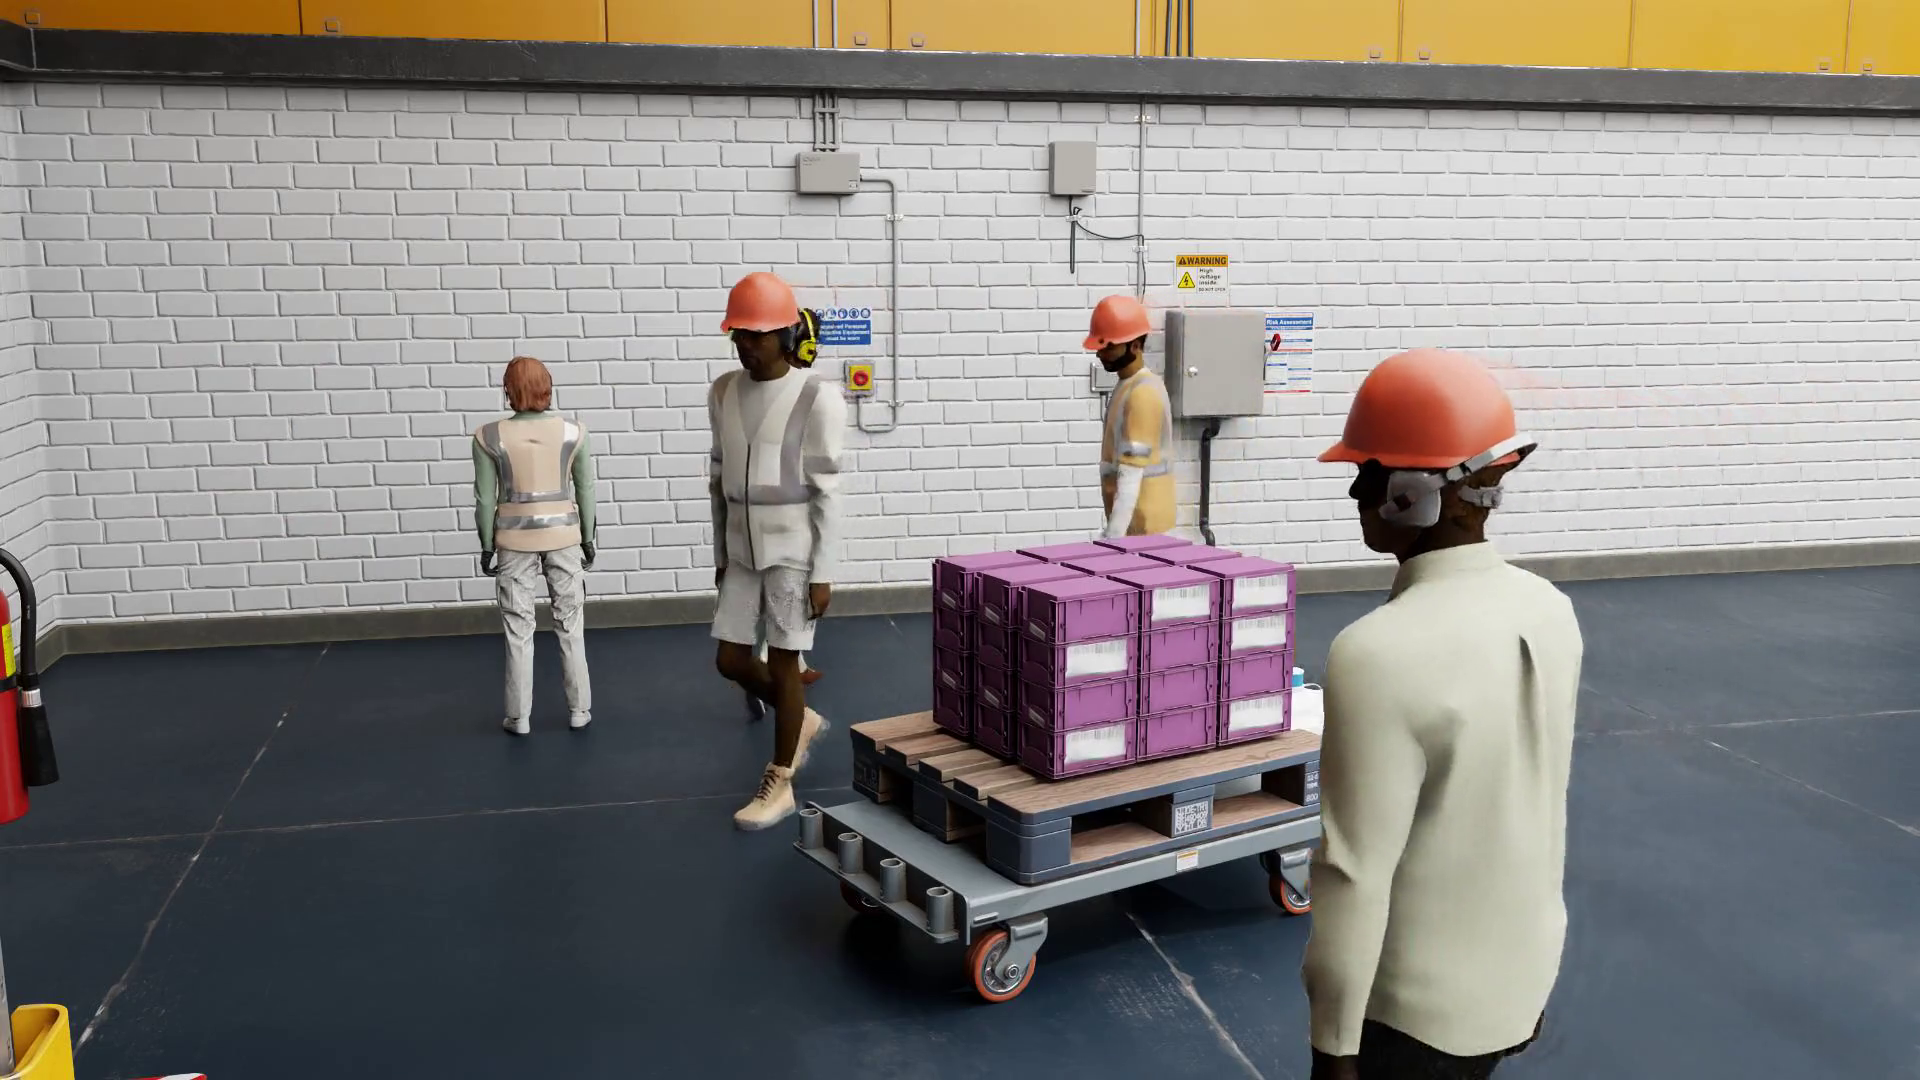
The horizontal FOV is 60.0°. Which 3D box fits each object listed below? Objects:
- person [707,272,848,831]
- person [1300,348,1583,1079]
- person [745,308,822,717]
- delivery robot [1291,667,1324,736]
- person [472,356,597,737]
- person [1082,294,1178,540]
[{"bbox_3d":[-0.657,0.039,6.069,0.603,2.022,0.575,6,12,30],"label":"person"},{"bbox_3d":[0.805,0.696,2.570,0.623,1.973,0.764,-9,14,-42],"label":"person"},{"bbox_3d":[-0.814,-0.137,7.588,0.535,1.836,0.844,4,11,23],"label":"person"},{"bbox_3d":[1.212,0.712,6.143,0.707,0.478,0.477,-5,11,-27],"label":"delivery robot"},{"bbox_3d":[-1.814,0.033,7.152,0.514,1.643,0.307,-4,11,-20],"label":"person"},{"bbox_3d":[0.733,-0.090,7.107,0.461,1.899,0.574,-1,10,-3],"label":"person"}]
